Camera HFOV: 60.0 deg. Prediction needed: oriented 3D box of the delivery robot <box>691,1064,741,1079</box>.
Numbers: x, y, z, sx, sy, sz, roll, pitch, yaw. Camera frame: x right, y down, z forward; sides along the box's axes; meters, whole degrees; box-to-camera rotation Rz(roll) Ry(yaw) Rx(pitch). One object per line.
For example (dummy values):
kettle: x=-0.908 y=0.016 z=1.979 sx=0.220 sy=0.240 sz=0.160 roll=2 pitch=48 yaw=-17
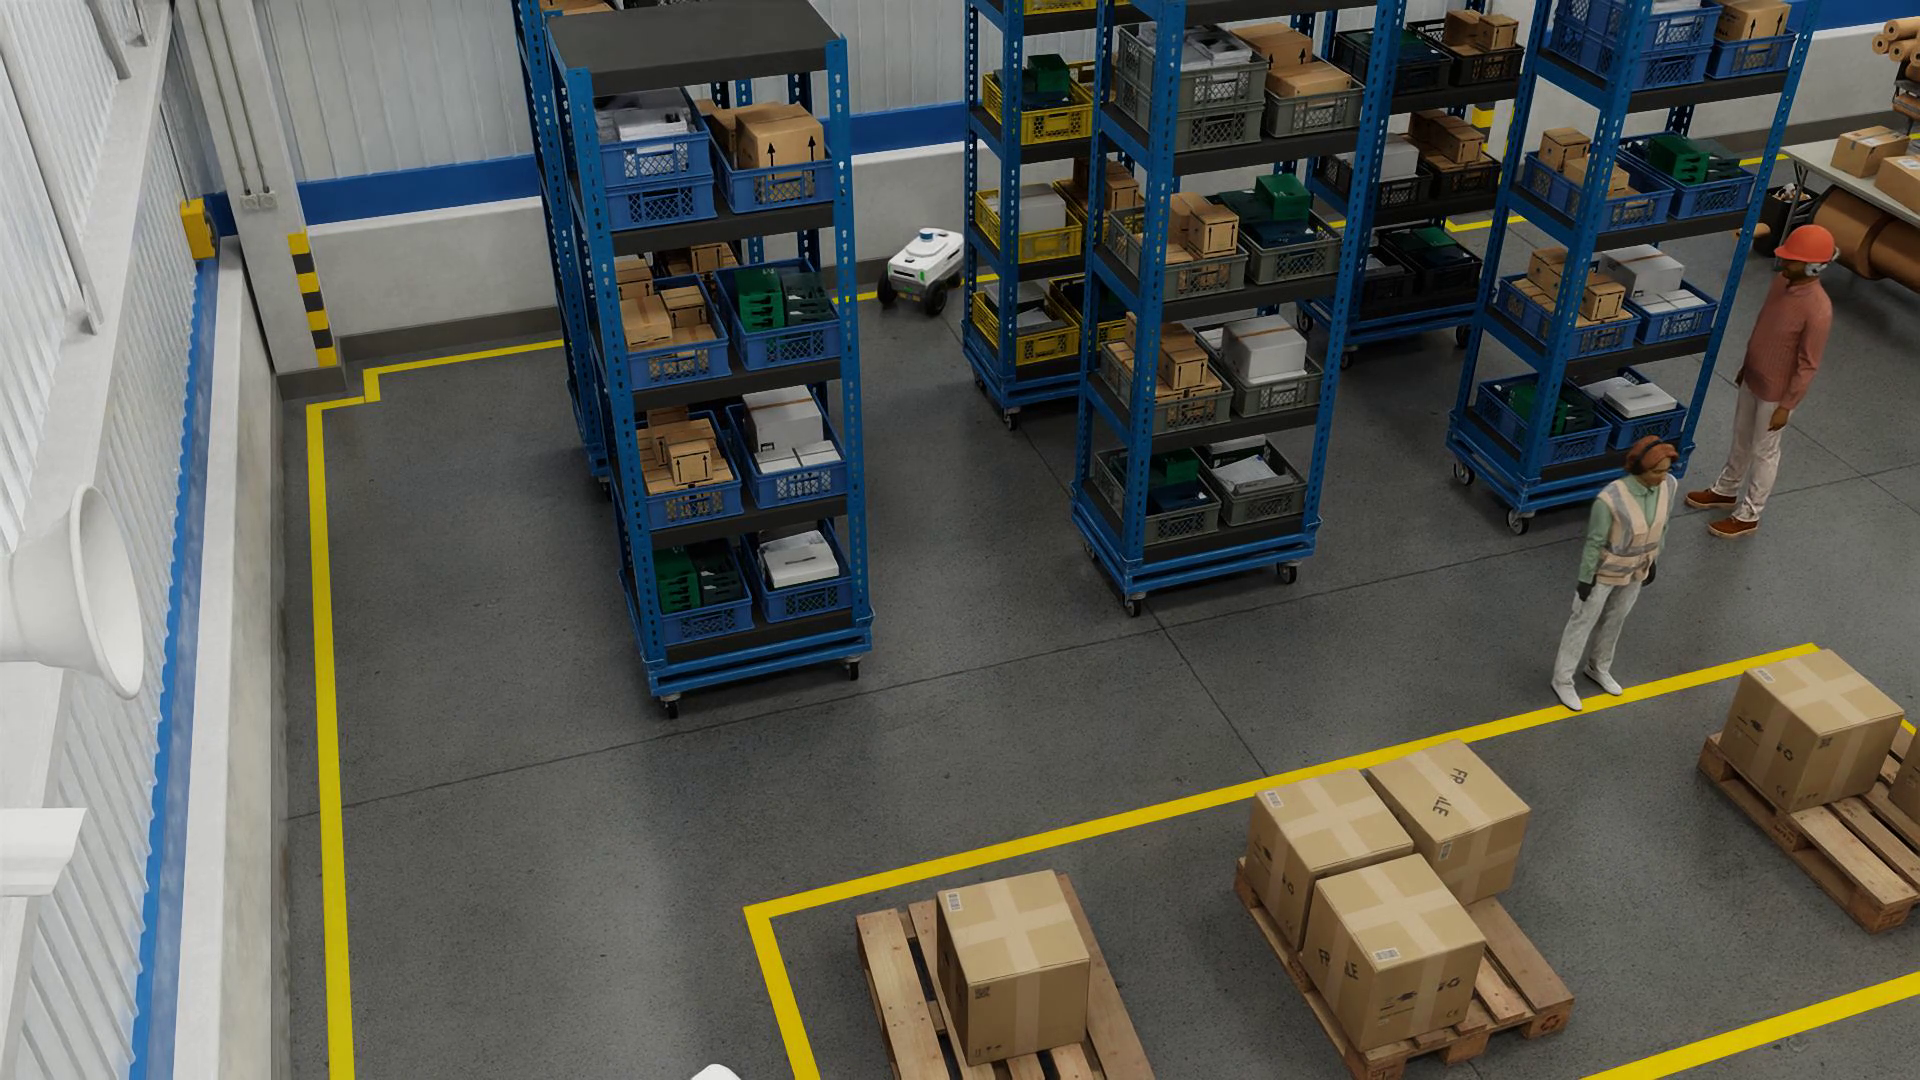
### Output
delivery robot: x=-0.823 y=2.350 z=6.377 sx=0.707 sy=0.478 sz=0.477 roll=30 pitch=45 yaw=35

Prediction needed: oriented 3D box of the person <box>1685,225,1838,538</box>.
person: x=4.806 y=-0.934 z=9.884 sx=0.402 sy=1.996 sz=0.622 roll=-2 pitch=35 yaw=-3

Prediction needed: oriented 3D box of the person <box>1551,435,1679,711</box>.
person: x=3.404 y=0.161 z=8.631 sx=0.504 sy=1.631 sz=0.311 roll=-14 pitch=38 yaw=-19

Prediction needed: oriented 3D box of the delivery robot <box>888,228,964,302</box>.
delivery robot: x=-0.252 y=-2.152 z=12.761 sx=0.477 sy=0.478 sz=0.707 roll=18 pitch=39 yaw=23
